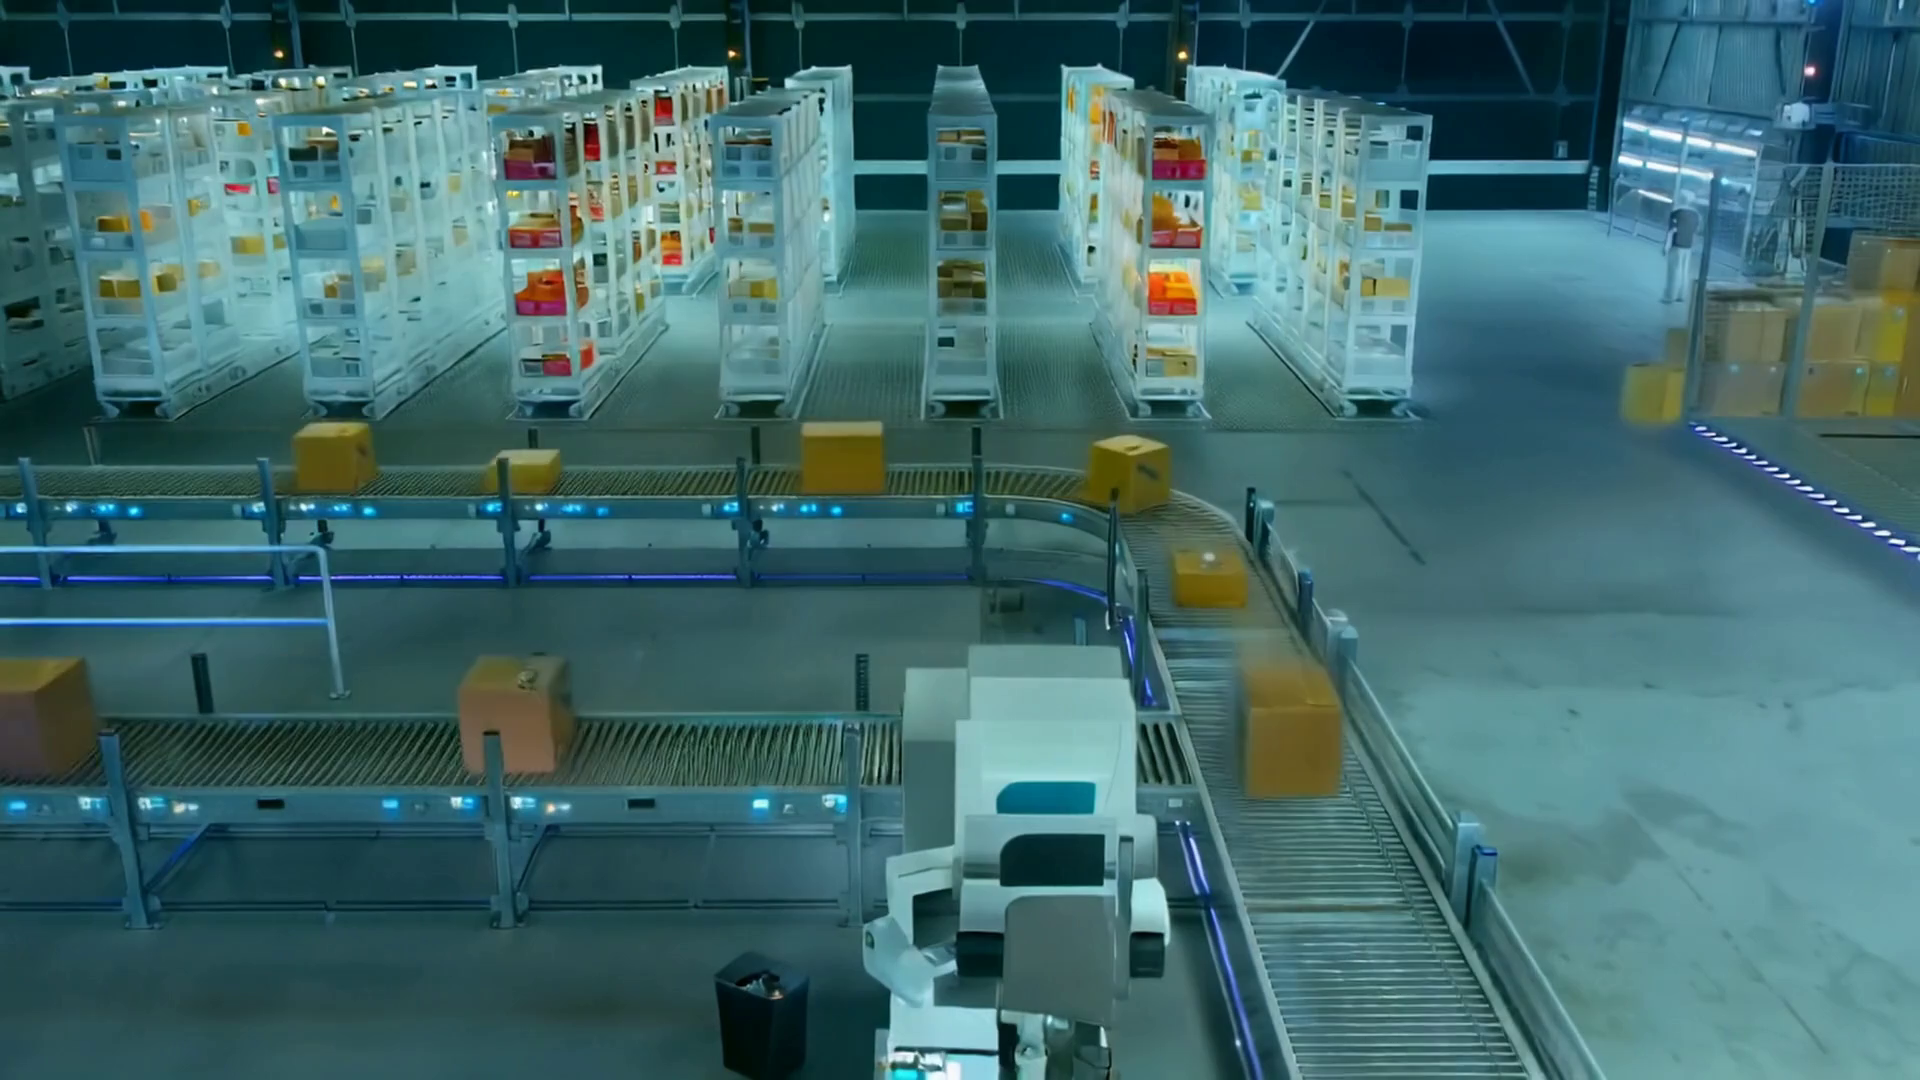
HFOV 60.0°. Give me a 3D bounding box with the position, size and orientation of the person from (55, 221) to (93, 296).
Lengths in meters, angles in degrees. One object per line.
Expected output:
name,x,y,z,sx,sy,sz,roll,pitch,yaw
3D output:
person,-13.872,-4.435,26.156,0.390,1.945,0.603,10,20,28

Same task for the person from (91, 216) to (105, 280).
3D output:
person,-13.989,-4.649,27.035,0.592,1.807,0.603,0,18,-1

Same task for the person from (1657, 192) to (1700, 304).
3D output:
person,11.899,-4.820,27.497,0.572,1.844,0.376,-4,18,-13
